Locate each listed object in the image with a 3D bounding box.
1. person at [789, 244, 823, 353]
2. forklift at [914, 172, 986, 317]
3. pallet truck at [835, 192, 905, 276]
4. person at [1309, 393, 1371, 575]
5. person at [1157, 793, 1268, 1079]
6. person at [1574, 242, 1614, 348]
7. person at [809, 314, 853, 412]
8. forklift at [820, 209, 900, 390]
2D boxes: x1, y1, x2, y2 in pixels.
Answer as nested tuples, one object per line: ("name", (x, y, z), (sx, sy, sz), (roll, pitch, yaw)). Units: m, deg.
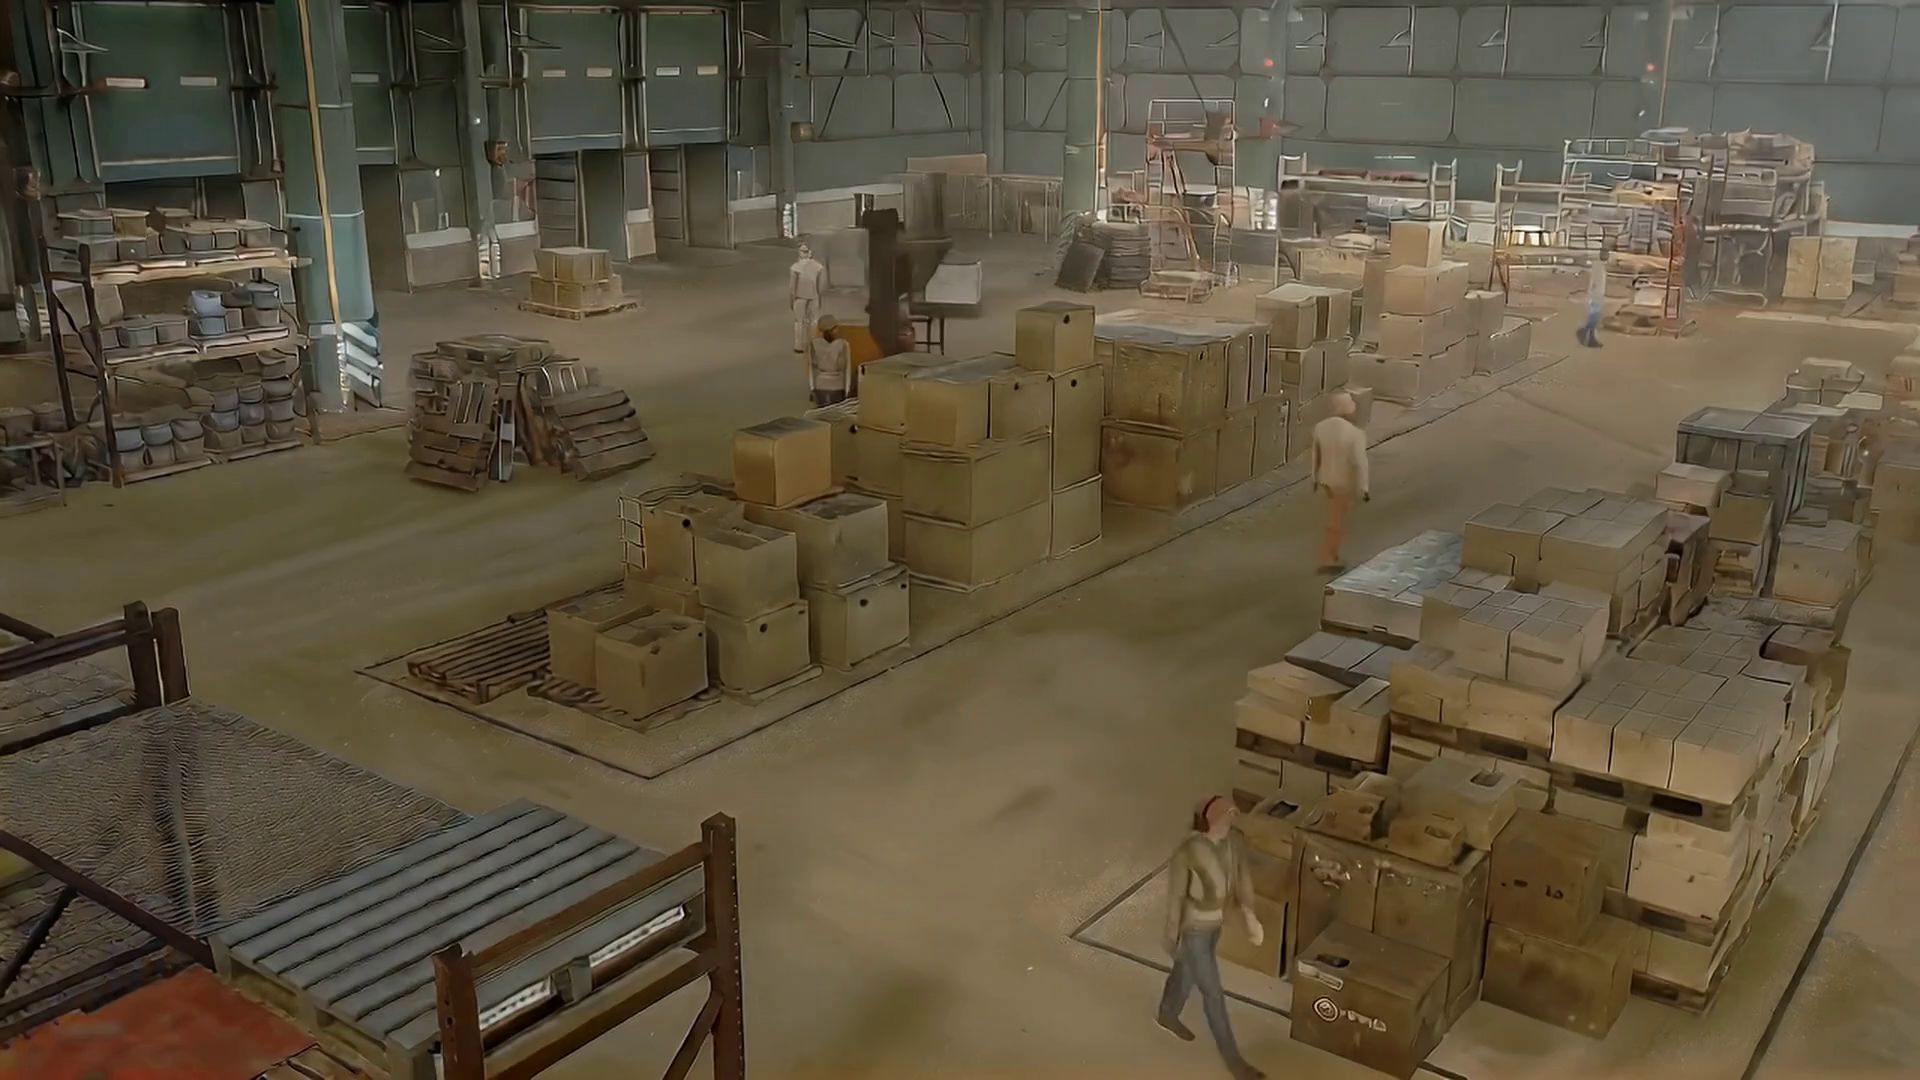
("person", (-2.737, -4.288, 29.604), (0.639, 1.927, 0.387), (-9, 19, -27))
("forklift", (-0.473, -5.974, 33.556), (1.873, 2.768, 1.129), (3, 17, 10))
("pallet truck", (-1.936, -7.159, 38.982), (1.885, 1.965, 0.823), (-12, 21, -34))
("person", (4.013, -0.590, 17.394), (0.706, 1.906, 0.683), (-11, 20, -31))
("person", (1.387, 2.114, 8.979), (0.514, 1.585, 0.886), (-15, 22, -41))
("person", (11.506, -4.425, 30.063), (0.448, 1.925, 0.544), (5, 18, 17))
("person", (-1.727, -2.056, 22.205), (0.589, 1.928, 0.386), (3, 17, 9))
("forklift", (-1.220, -3.791, 26.326), (1.873, 2.768, 1.129), (3, 17, 10))
